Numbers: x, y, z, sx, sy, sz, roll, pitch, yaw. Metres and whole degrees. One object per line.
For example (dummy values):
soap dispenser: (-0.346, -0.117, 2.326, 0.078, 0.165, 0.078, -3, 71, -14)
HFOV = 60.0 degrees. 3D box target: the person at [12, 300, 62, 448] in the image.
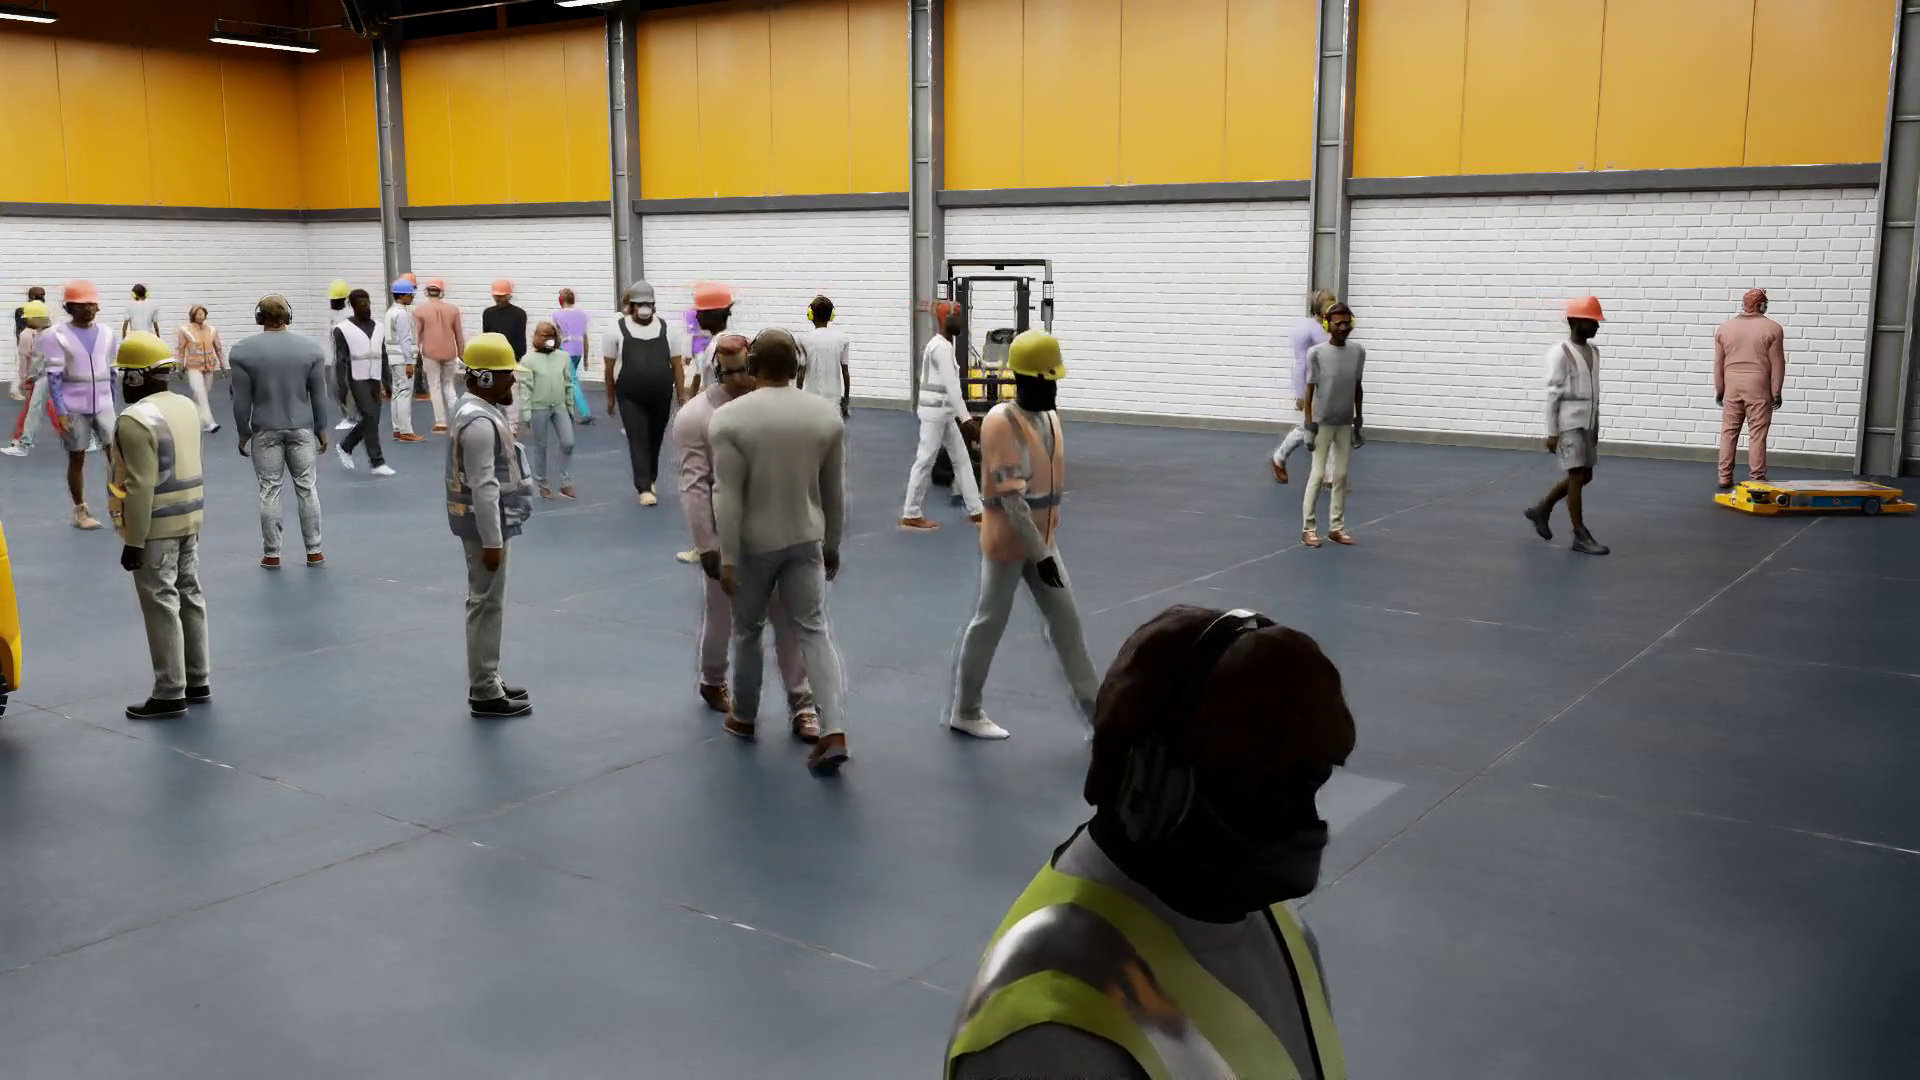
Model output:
person: (-10.557, -1.889, 19.107, 0.937, 1.711, 0.528, 0, 10, -1)

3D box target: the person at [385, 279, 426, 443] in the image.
person: (-6.624, -2.127, 19.816, 0.405, 1.945, 0.623, -6, 11, -31)

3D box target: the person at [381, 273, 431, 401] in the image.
person: (-8.538, -3.116, 25.606, 0.760, 1.976, 0.623, -4, 11, -25)

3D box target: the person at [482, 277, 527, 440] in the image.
person: (-5.454, -2.149, 19.899, 0.623, 1.967, 0.427, 3, 10, 15)

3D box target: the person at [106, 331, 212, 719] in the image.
person: (-3.810, -0.071, 7.900, 0.404, 1.831, 0.600, 0, 10, 2)

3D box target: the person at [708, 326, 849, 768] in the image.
person: (-0.756, 0.027, 7.191, 0.632, 1.893, 1.029, -5, 11, -27)

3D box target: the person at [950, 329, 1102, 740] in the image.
person: (0.338, 0.019, 7.276, 1.010, 1.860, 0.585, 7, 12, 36)

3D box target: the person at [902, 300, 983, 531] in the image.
person: (-0.039, -0.974, 13.260, 0.942, 1.840, 0.596, 1, 10, 4)

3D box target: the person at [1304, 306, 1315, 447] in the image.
person: (4.139, -1.919, 19.334, 0.320, 1.694, 0.531, 2, 10, 11)

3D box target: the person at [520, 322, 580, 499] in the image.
person: (-3.673, -1.150, 14.964, 0.536, 1.609, 0.616, -7, 12, -37)

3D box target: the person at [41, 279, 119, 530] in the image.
person: (-6.864, -1.044, 13.179, 0.909, 2.007, 0.619, 7, 12, 38)

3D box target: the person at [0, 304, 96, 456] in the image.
person: (-10.176, -1.780, 18.517, 0.942, 1.688, 0.492, -4, 11, -25)

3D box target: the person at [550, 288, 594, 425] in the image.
person: (-5.162, -2.431, 22.048, 0.945, 1.805, 0.582, 7, 12, 36)

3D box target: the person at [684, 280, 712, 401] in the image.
person: (-3.389, -2.546, 22.456, 0.902, 1.897, 0.551, 3, 10, 18)

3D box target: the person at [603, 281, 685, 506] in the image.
person: (-2.833, -1.365, 14.990, 0.692, 2.000, 1.008, -4, 10, -24)

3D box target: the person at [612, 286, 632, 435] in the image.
person: (-4.064, -2.226, 20.698, 0.505, 1.847, 0.349, -4, 10, -23)

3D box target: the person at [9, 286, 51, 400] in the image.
person: (-14.367, -3.027, 25.691, 0.902, 1.791, 0.647, 3, 10, 17)

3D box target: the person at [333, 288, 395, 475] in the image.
person: (-6.097, -1.612, 16.915, 0.839, 1.889, 0.598, 5, 11, 28)

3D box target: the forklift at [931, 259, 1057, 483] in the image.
forklift: (0.370, -1.738, 16.759, 1.214, 2.155, 2.313, 1, 10, 3)

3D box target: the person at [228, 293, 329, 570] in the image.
person: (-4.756, -0.757, 11.675, 0.630, 1.940, 0.370, -5, 11, -26)

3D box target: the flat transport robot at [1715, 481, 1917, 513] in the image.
flat transport robot: (7.393, -0.379, 14.383, 1.431, 0.197, 0.652, 0, 10, -3)

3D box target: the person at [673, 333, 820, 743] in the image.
person: (-0.988, -0.032, 7.675, 0.665, 1.854, 0.951, -5, 11, -26)

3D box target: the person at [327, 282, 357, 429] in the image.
person: (-7.920, -2.340, 21.301, 0.413, 1.878, 0.666, -9, 13, -43)

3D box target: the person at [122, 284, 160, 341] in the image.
person: (-12.889, -3.117, 26.155, 0.598, 1.807, 0.984, -5, 11, -27)

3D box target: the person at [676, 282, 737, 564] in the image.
person: (-1.614, -0.823, 11.845, 0.788, 2.020, 0.622, 0, 10, 3)

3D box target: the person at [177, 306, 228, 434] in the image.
person: (-9.440, -2.121, 20.790, 0.845, 1.588, 0.543, 7, 12, 37)

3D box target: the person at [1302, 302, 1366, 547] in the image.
person: (2.832, -0.864, 12.599, 0.514, 1.853, 0.363, -3, 10, -17)

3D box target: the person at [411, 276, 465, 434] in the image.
person: (-6.567, -2.312, 20.862, 0.643, 1.960, 0.497, -7, 12, -37)

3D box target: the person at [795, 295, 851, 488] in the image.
person: (-1.194, -1.177, 14.383, 0.520, 1.871, 0.326, -4, 10, -23)

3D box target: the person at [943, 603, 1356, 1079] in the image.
person: (0.217, 0.967, 1.722, 0.430, 1.835, 0.625, 4, 10, 22)

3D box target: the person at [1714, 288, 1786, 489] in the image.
person: (7.444, -1.413, 15.675, 0.406, 1.911, 0.636, -9, 13, -42)

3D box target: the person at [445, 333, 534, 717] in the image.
person: (-2.232, -0.068, 7.921, 0.403, 1.826, 0.591, -3, 10, -18)

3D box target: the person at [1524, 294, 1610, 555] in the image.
person: (4.573, -0.875, 12.449, 0.557, 1.923, 0.727, -7, 12, -35)

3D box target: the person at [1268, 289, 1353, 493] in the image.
person: (3.331, -1.414, 15.703, 0.638, 1.910, 0.890, -7, 12, -36)

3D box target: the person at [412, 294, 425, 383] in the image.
person: (-9.715, -3.569, 29.318, 0.517, 1.636, 0.313, 1, 10, 4)

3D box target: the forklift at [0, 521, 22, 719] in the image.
forklift: (-5.296, -0.090, 6.943, 1.214, 2.155, 2.313, 7, 12, 35)
